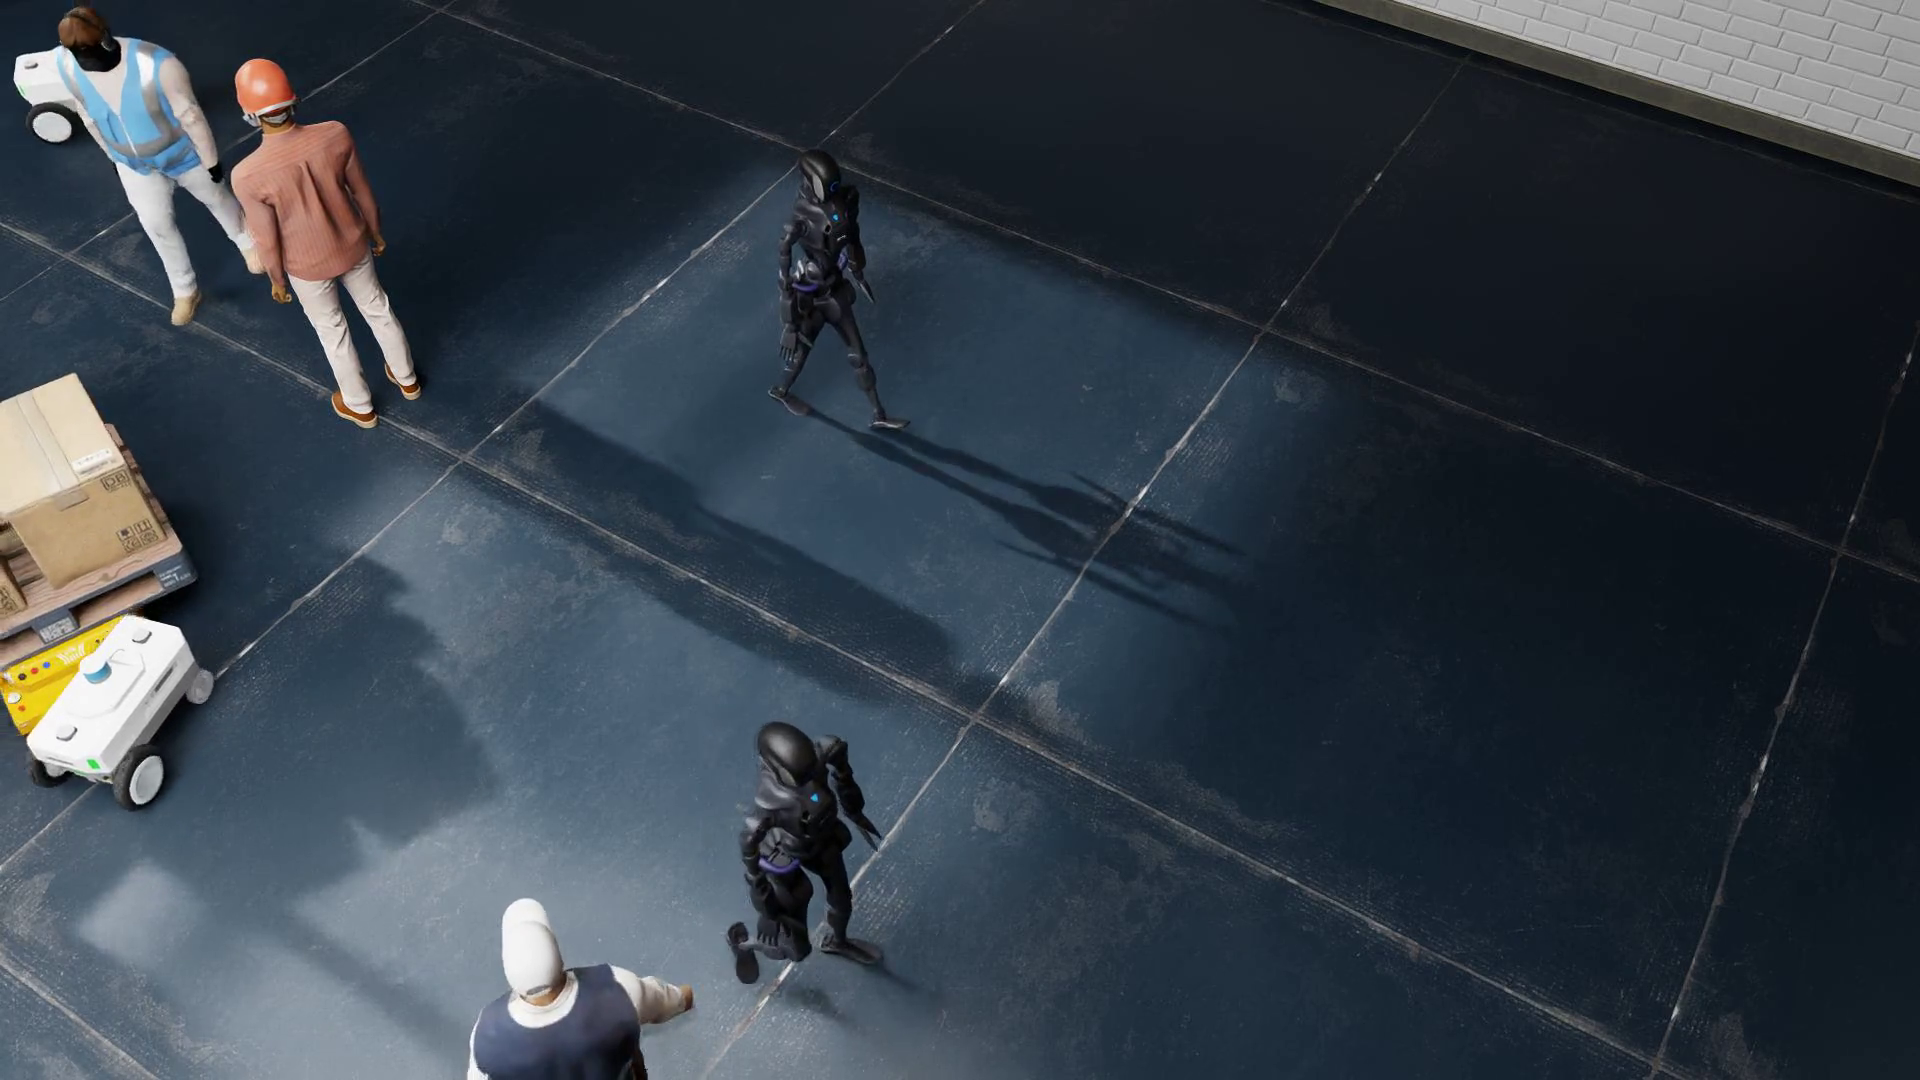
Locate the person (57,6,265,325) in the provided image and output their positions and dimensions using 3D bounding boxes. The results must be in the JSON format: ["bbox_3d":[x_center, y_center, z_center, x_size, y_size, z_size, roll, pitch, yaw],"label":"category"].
[{"bbox_3d":[-4.112,-1.996,8.562,0.644,1.788,0.703,-2,49,-2],"label":"person"}]

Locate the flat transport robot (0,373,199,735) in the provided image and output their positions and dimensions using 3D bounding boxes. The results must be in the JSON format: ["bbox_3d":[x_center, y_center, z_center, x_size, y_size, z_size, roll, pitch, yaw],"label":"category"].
[{"bbox_3d":[-4.210,0.220,7.623,0.659,0.231,1.431,-29,55,-23],"label":"flat transport robot"}]

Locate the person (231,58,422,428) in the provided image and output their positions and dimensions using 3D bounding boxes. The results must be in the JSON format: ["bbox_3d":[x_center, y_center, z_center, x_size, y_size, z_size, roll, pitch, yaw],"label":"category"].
[{"bbox_3d":[-3.014,-1.376,7.874,0.391,1.992,0.621,36,58,27],"label":"person"}]

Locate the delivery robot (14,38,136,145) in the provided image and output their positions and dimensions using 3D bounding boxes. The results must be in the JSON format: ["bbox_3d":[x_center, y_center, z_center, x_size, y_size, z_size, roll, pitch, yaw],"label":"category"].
[{"bbox_3d":[-5.270,-2.773,10.044,0.771,0.587,0.499,-13,50,-11],"label":"delivery robot"}]

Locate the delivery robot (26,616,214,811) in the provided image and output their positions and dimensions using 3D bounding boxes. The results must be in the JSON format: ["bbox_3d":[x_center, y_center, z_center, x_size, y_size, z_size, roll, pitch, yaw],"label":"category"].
[{"bbox_3d":[-3.543,0.694,7.015,0.499,0.587,0.766,12,50,11],"label":"delivery robot"}]

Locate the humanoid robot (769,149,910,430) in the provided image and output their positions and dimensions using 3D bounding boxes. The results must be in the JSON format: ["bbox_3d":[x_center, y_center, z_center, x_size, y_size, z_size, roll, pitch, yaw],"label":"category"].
[{"bbox_3d":[-0.633,-1.147,7.910,0.784,1.619,0.609,30,55,24],"label":"humanoid robot"}]

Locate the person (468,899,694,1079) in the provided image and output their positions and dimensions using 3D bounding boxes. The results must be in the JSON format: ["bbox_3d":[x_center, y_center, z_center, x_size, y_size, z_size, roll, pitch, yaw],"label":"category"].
[{"bbox_3d":[-1.213,1.681,5.388,0.733,1.707,0.927,-10,50,-9],"label":"person"}]

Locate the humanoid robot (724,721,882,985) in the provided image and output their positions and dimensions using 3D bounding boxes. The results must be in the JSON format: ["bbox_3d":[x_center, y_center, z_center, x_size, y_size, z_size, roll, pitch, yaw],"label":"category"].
[{"bbox_3d":[-0.574,1.098,5.926,0.432,1.649,0.596,28,55,22],"label":"humanoid robot"}]
